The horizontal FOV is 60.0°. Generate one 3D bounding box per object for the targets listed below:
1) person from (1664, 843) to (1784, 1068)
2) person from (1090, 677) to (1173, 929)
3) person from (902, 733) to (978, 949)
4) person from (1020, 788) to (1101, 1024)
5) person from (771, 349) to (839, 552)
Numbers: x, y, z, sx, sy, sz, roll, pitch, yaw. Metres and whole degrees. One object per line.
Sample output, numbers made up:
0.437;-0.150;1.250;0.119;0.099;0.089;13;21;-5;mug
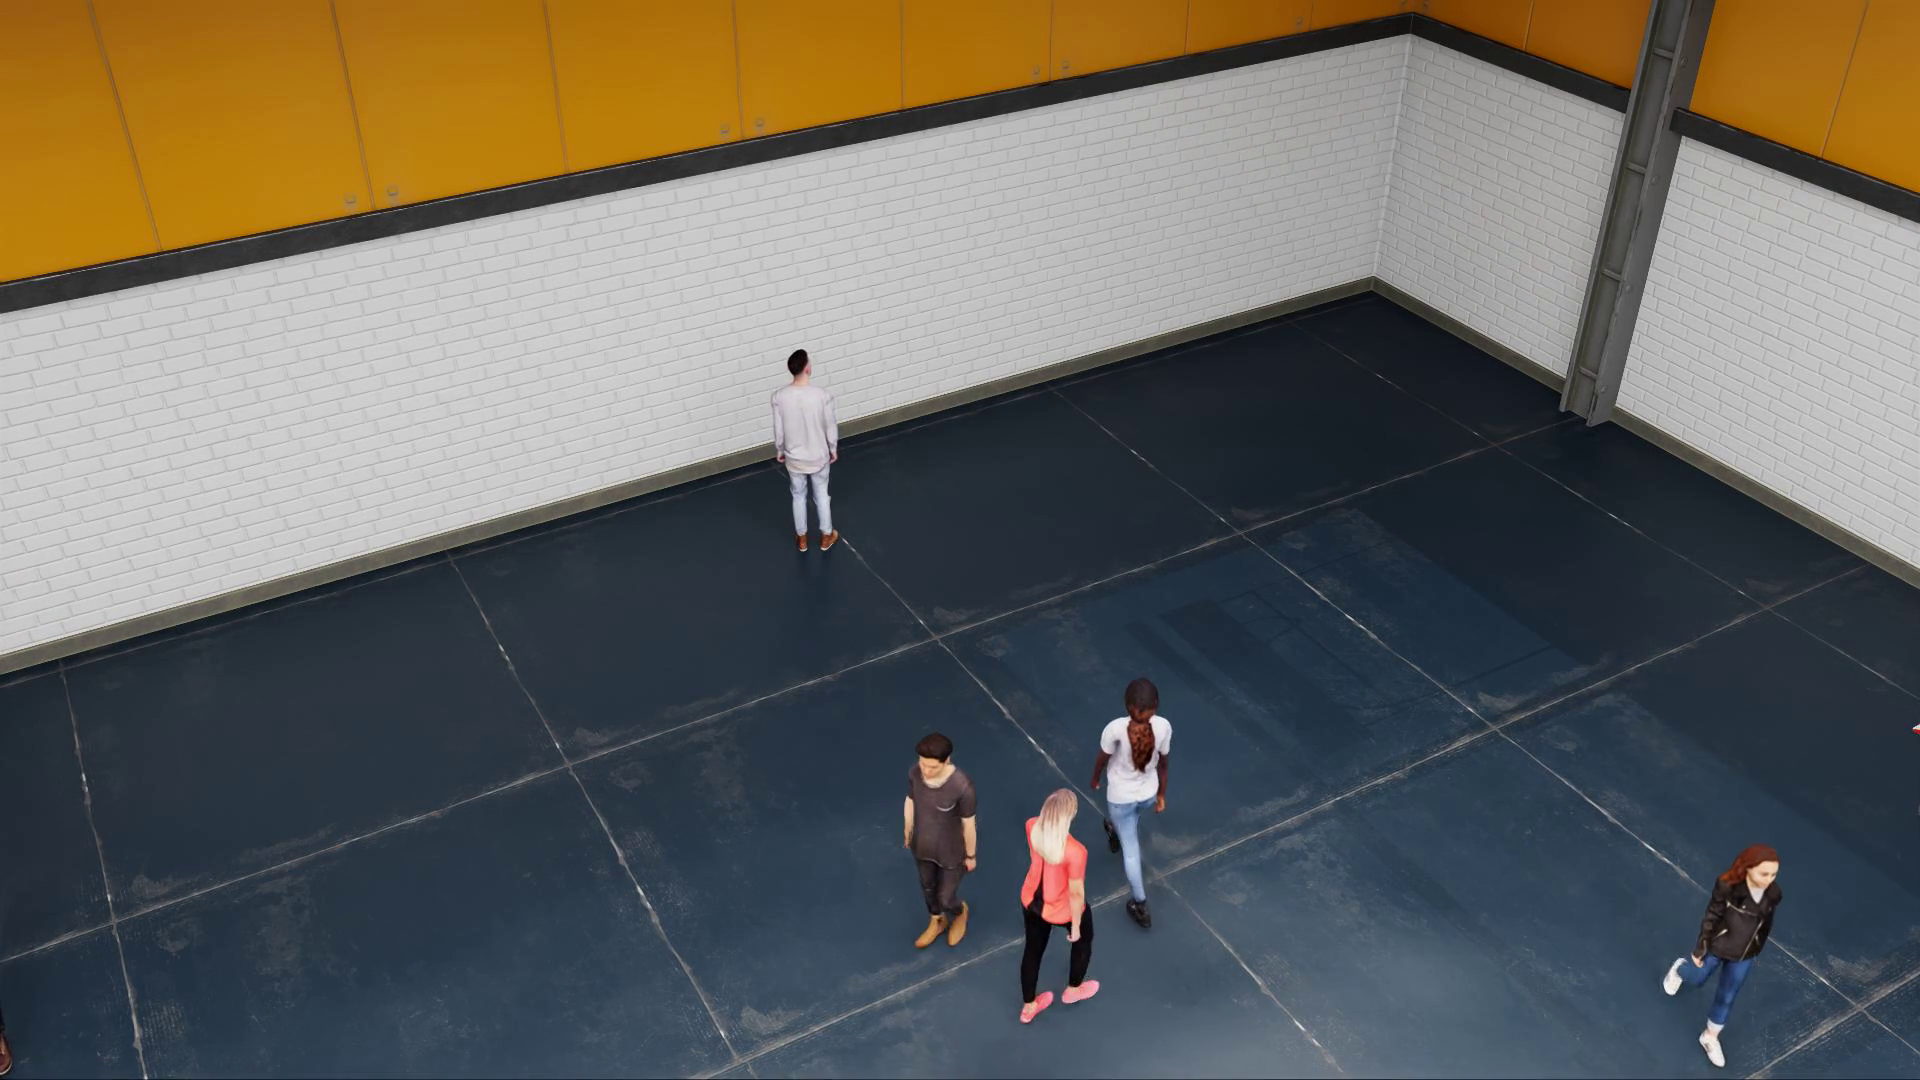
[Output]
4.352;2.266;9.490;0.856;1.470;0.971;3;34;4;person
1.088;1.644;10.244;0.740;1.671;1.182;-11;35;-16;person
-0.070;1.772;10.025;0.696;1.699;0.802;22;40;30;person
0.461;2.139;9.495;0.775;1.675;0.807;26;41;33;person
-1.255;-0.726;13.657;0.769;1.839;0.772;1;34;2;person
